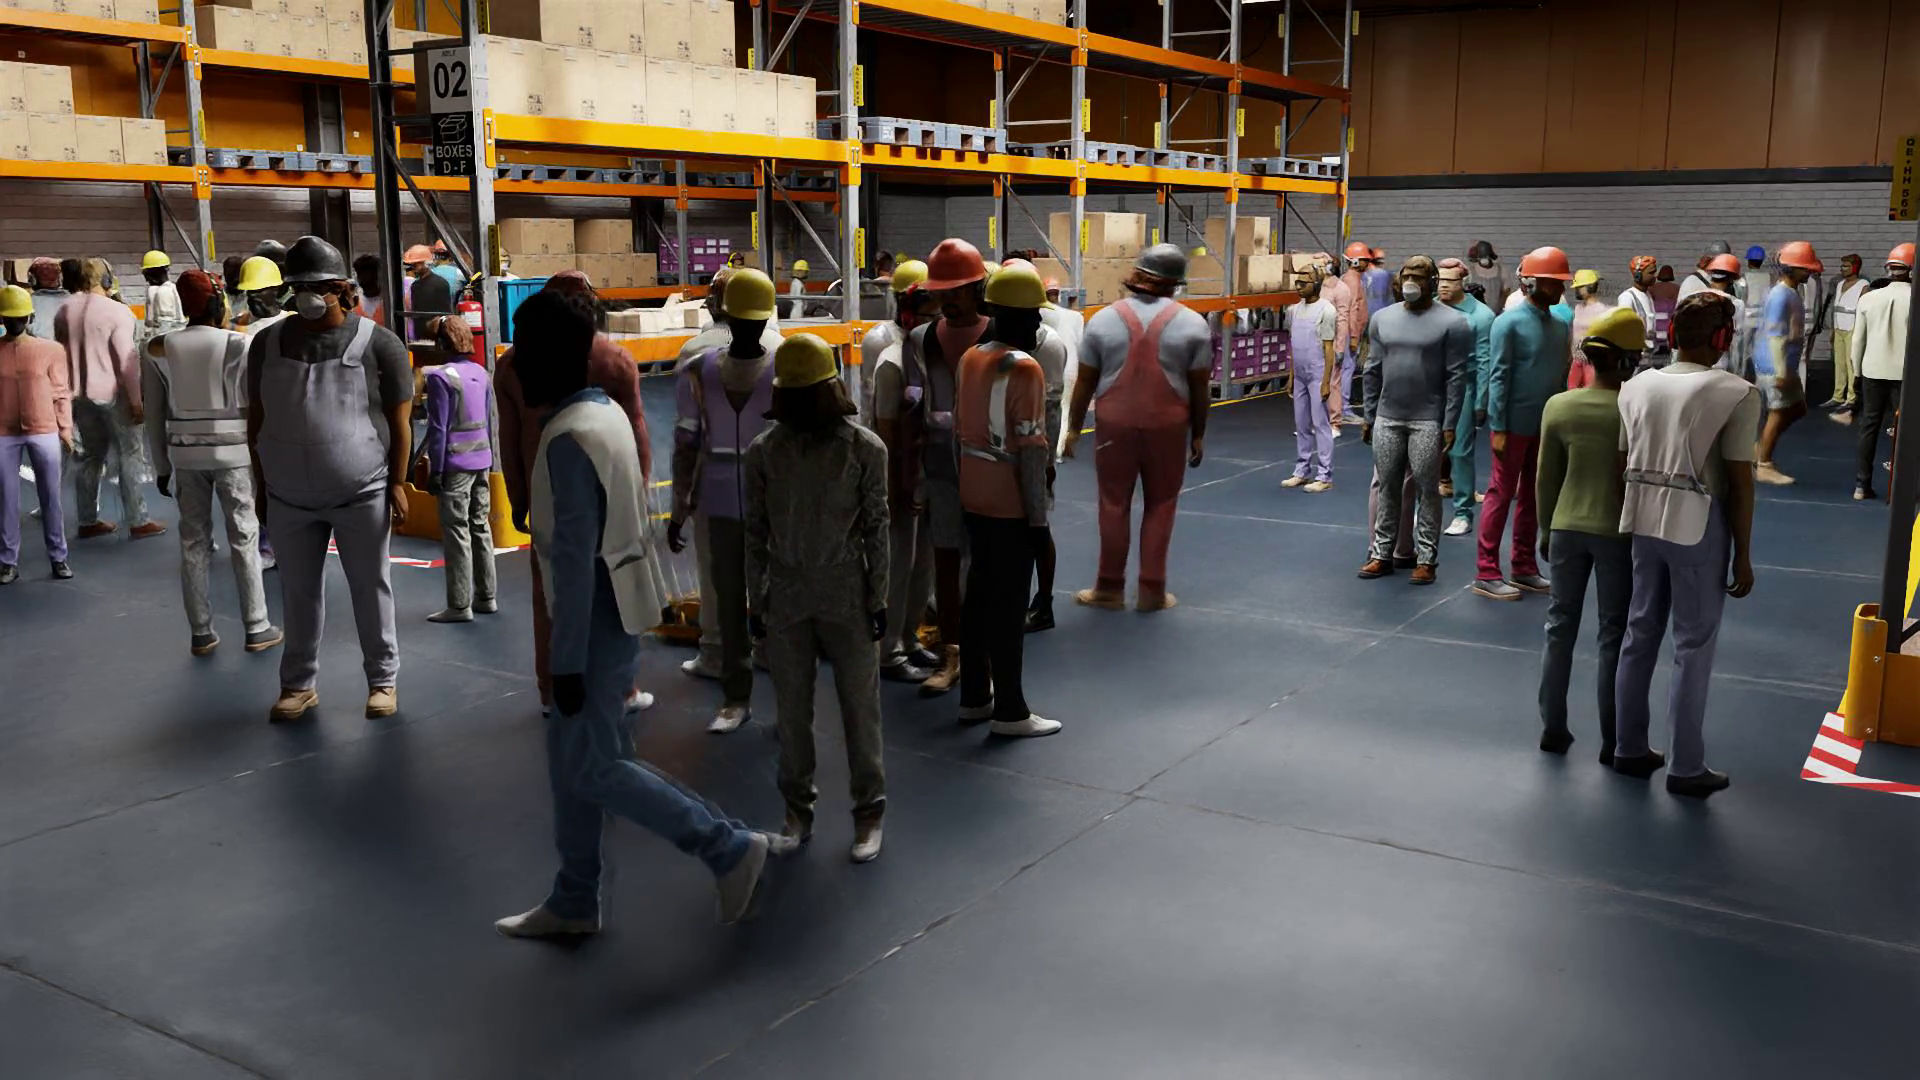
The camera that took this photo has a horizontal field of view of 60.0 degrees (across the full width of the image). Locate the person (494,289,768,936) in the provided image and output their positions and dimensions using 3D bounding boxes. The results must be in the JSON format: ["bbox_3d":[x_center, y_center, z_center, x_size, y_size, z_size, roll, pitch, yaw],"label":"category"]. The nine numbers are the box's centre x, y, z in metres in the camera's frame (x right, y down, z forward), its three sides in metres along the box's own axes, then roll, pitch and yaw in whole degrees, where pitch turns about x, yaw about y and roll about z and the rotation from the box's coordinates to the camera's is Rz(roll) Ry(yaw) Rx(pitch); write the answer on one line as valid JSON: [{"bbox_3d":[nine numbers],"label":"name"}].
[{"bbox_3d":[-0.965,0.244,4.712,0.727,1.895,0.593,-1,10,-5],"label":"person"}]

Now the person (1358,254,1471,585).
[{"bbox_3d":[2.668,-0.709,9.841,0.631,1.940,0.372,8,13,37],"label":"person"}]

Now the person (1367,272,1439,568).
[{"bbox_3d":[2.727,-0.746,10.304,0.389,1.846,0.567,-4,11,-20],"label":"person"}]

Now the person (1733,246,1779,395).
[{"bbox_3d":[9.978,-2.724,20.978,0.602,1.948,0.387,0,10,1],"label":"person"}]

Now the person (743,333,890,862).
[{"bbox_3d":[-0.472,0.192,5.430,0.490,1.730,0.324,2,10,9],"label":"person"}]

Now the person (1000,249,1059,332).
[{"bbox_3d":[0.431,-1.139,12.181,0.606,1.957,0.377,6,12,31],"label":"person"}]

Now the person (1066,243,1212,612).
[{"bbox_3d":[0.995,-0.635,9.149,0.780,2.000,0.536,2,10,12],"label":"person"}]

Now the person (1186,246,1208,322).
[{"bbox_3d":[3.672,-3.544,25.605,0.385,1.930,0.610,6,12,30],"label":"person"}]

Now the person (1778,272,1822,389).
[{"bbox_3d":[11.169,-2.944,22.265,0.591,1.923,0.381,1,10,7],"label":"person"}]

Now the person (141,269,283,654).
[{"bbox_3d":[-3.658,-0.374,8.145,0.574,1.881,0.357,-1,10,-7],"label":"person"}]

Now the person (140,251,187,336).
[{"bbox_3d":[-8.082,-1.980,16.964,0.395,1.914,0.599,-4,11,-21],"label":"person"}]

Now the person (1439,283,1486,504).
[{"bbox_3d":[3.910,-1.128,12.869,0.356,1.698,0.542,-3,11,-14],"label":"person"}]

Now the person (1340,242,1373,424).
[{"bbox_3d":[4.333,-2.282,18.398,0.393,1.995,0.612,1,10,6],"label":"person"}]

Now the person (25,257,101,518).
[{"bbox_3d":[-6.629,-1.112,12.193,0.403,1.900,0.639,7,12,34],"label":"person"}]

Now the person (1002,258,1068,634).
[{"bbox_3d":[0.312,-0.480,8.612,0.387,1.929,0.544,-6,12,-32],"label":"person"}]

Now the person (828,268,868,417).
[{"bbox_3d":[-1.147,-2.190,18.147,0.600,1.909,0.398,-4,11,-23],"label":"person"}]

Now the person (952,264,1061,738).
[{"bbox_3d":[0.197,-0.160,6.832,0.384,1.924,0.593,-6,12,-29],"label":"person"}]

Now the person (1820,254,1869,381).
[{"bbox_3d":[12.737,-3.201,23.968,0.643,1.820,0.432,4,11,21],"label":"person"}]

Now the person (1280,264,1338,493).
[{"bbox_3d":[2.827,-1.300,13.414,0.349,1.837,0.502,-5,11,-27],"label":"person"}]

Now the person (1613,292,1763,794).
[{"bbox_3d":[2.645,0.013,6.133,0.393,1.836,0.560,-6,12,-29],"label":"person"}]

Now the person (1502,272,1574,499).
[{"bbox_3d":[4.443,-1.190,12.800,0.568,1.825,0.567,-1,10,-6],"label":"person"}]

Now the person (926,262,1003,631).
[{"bbox_3d":[0.101,-0.413,8.267,0.425,1.911,0.621,-2,10,-10],"label":"person"}]

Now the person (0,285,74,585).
[{"bbox_3d":[-5.540,-0.622,9.851,0.523,1.765,0.322,-6,12,-30],"label":"person"}]

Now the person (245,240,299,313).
[{"bbox_3d":[-5.310,-1.323,12.959,0.684,2.000,0.535,5,11,25],"label":"person"}]

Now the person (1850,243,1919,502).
[{"bbox_3d":[7.240,-1.289,12.900,0.390,1.995,0.613,-8,13,-37],"label":"person"}]

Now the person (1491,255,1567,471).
[{"bbox_3d":[4.913,-1.510,14.398,0.644,1.900,0.399,-5,11,-24],"label":"person"}]

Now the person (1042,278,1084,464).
[{"bbox_3d":[0.855,-1.560,15.293,0.596,1.680,0.799,0,10,-1],"label":"person"}]

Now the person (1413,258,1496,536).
[{"bbox_3d":[3.346,-0.979,11.469,0.401,1.899,0.650,-10,14,-43],"label":"person"}]

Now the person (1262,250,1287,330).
[{"bbox_3d":[4.922,-3.600,26.020,0.352,1.881,0.576,-5,11,-26],"label":"person"}]

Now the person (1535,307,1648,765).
[{"bbox_3d":[2.496,-0.017,6.483,0.326,1.769,0.524,-8,13,-39],"label":"person"}]

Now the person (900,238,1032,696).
[{"bbox_3d":[0.012,-0.295,7.306,0.614,2.031,0.402,4,11,20],"label":"person"}]
